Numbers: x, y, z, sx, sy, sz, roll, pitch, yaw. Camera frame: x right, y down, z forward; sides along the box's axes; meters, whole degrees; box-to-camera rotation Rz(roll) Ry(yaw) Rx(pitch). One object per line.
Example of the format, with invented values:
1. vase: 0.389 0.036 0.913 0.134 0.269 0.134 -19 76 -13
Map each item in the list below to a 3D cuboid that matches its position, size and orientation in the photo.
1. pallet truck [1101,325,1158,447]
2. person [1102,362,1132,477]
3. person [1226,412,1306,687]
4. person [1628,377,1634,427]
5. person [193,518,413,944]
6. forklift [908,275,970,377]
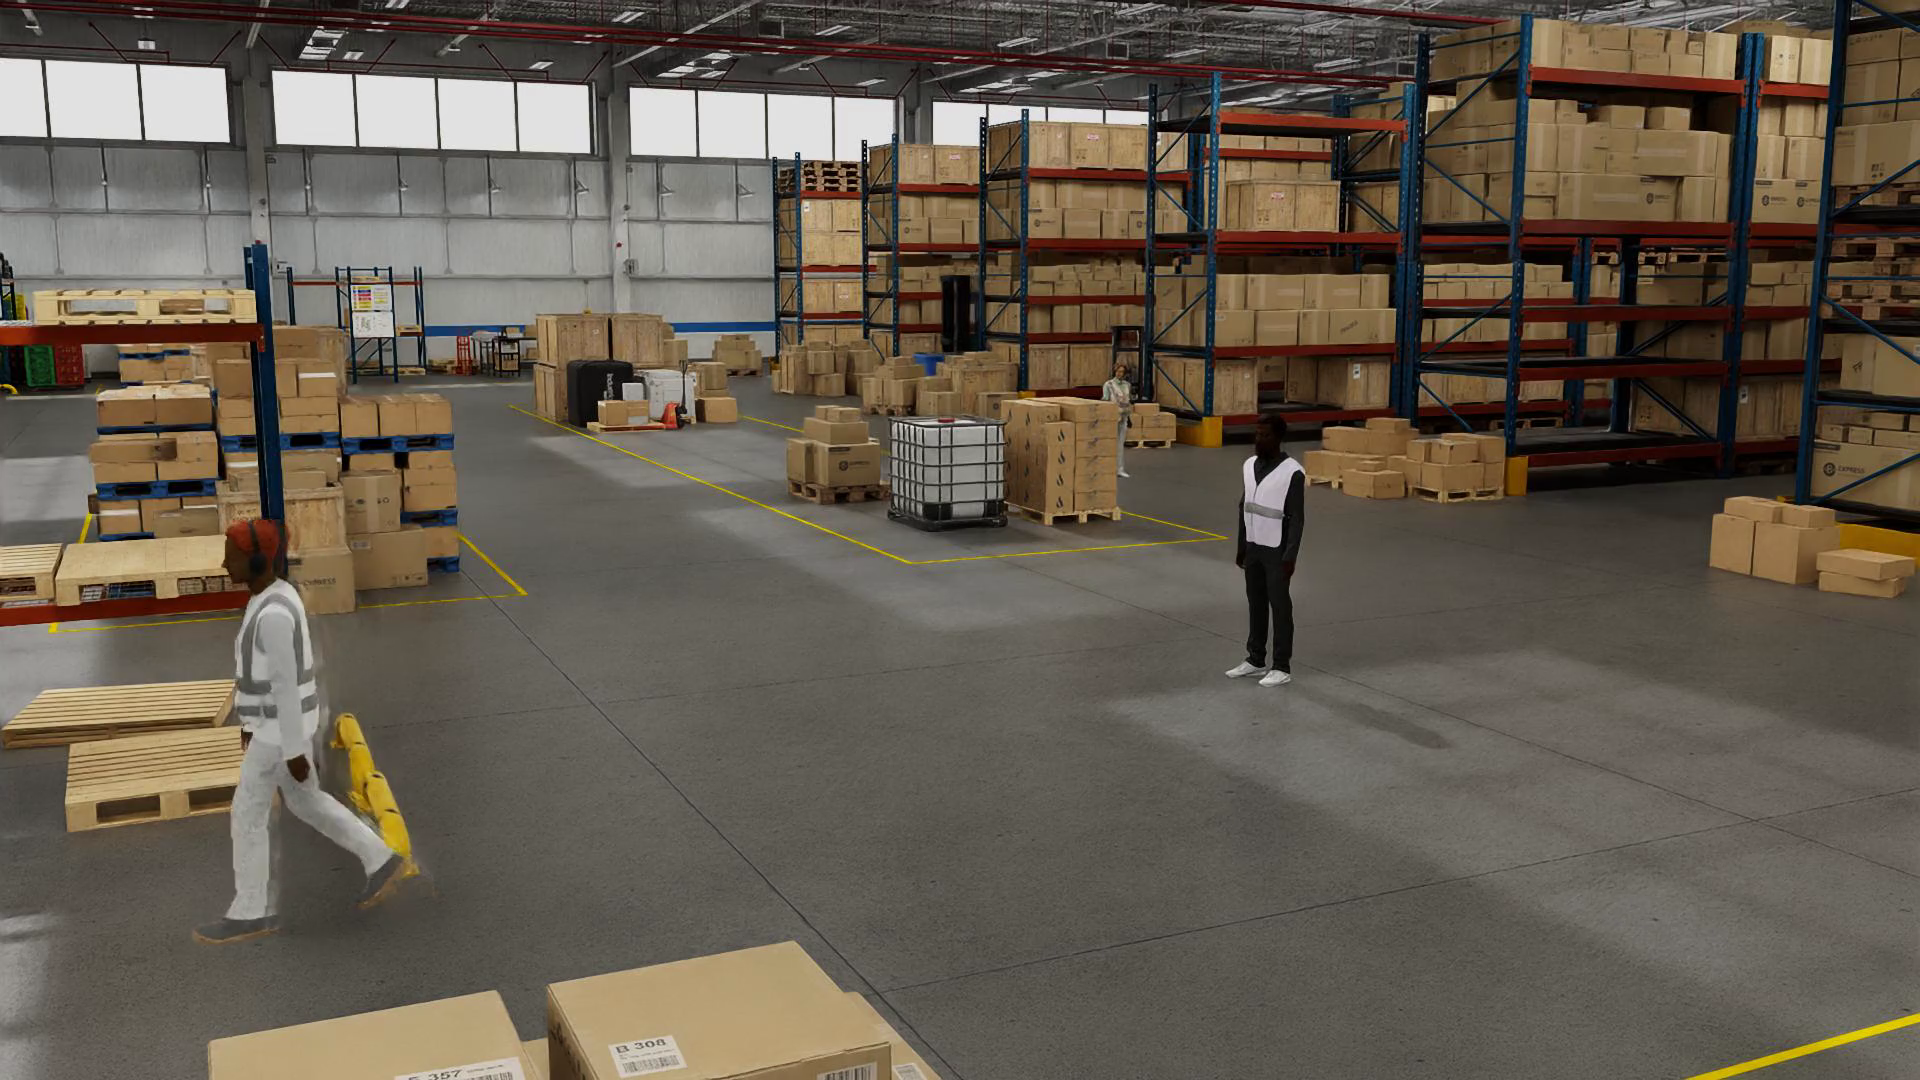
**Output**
1. pallet truck: 2.881 -2.596 27.923 0.823 1.965 1.885 -1 9 -7
2. person: 2.200 -1.676 23.329 0.514 1.639 0.310 -7 12 -39
3. person: 2.176 0.059 11.699 0.392 1.919 0.591 -6 11 -32
4. person: 10.598 -2.243 26.240 0.547 1.832 0.623 -4 10 -23
5. person: -2.898 0.807 7.278 0.867 1.855 0.575 -3 10 -18
6. forklift: -0.122 -4.462 36.771 1.873 2.768 1.129 -4 10 -25
